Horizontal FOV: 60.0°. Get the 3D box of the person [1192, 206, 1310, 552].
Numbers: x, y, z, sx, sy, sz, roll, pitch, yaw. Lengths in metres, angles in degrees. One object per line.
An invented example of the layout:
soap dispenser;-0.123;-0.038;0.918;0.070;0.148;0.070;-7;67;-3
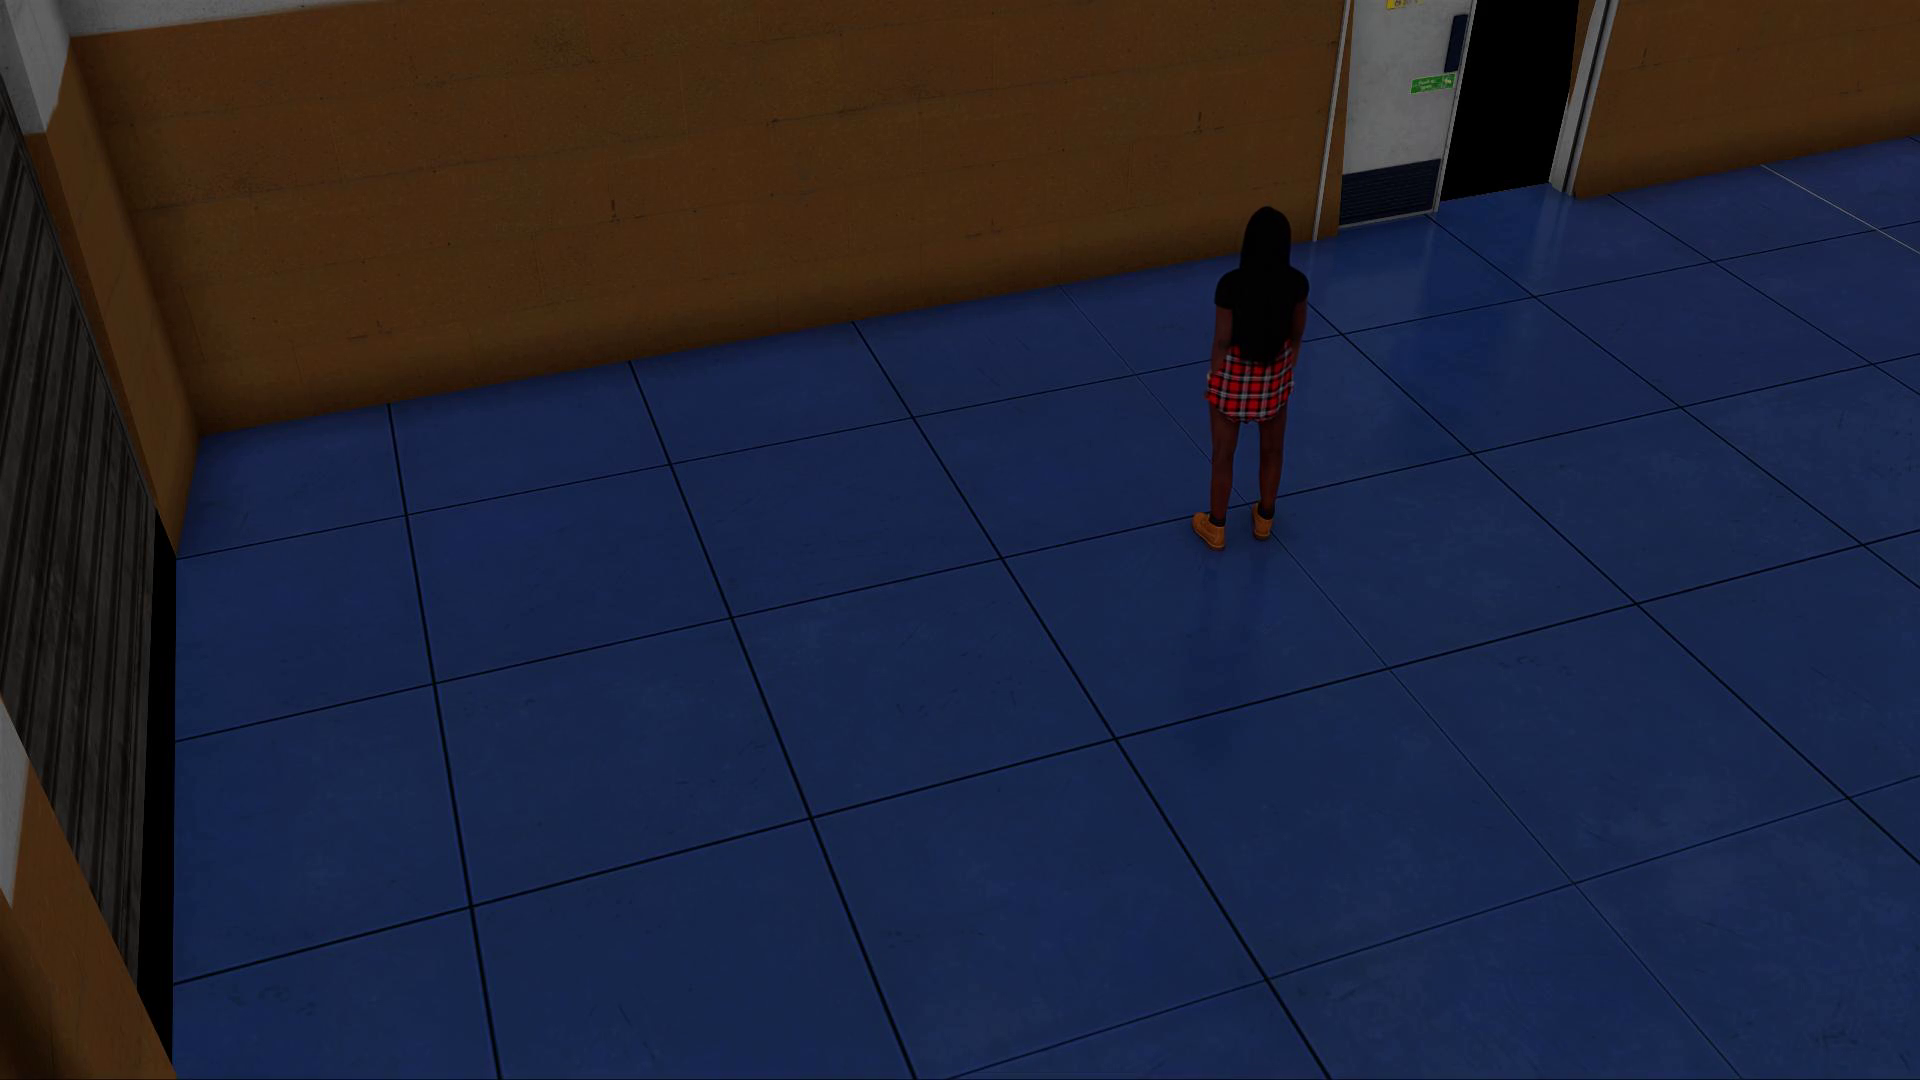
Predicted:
person;1.343;-0.729;7.681;0.633;1.727;0.625;-8;38;-10
